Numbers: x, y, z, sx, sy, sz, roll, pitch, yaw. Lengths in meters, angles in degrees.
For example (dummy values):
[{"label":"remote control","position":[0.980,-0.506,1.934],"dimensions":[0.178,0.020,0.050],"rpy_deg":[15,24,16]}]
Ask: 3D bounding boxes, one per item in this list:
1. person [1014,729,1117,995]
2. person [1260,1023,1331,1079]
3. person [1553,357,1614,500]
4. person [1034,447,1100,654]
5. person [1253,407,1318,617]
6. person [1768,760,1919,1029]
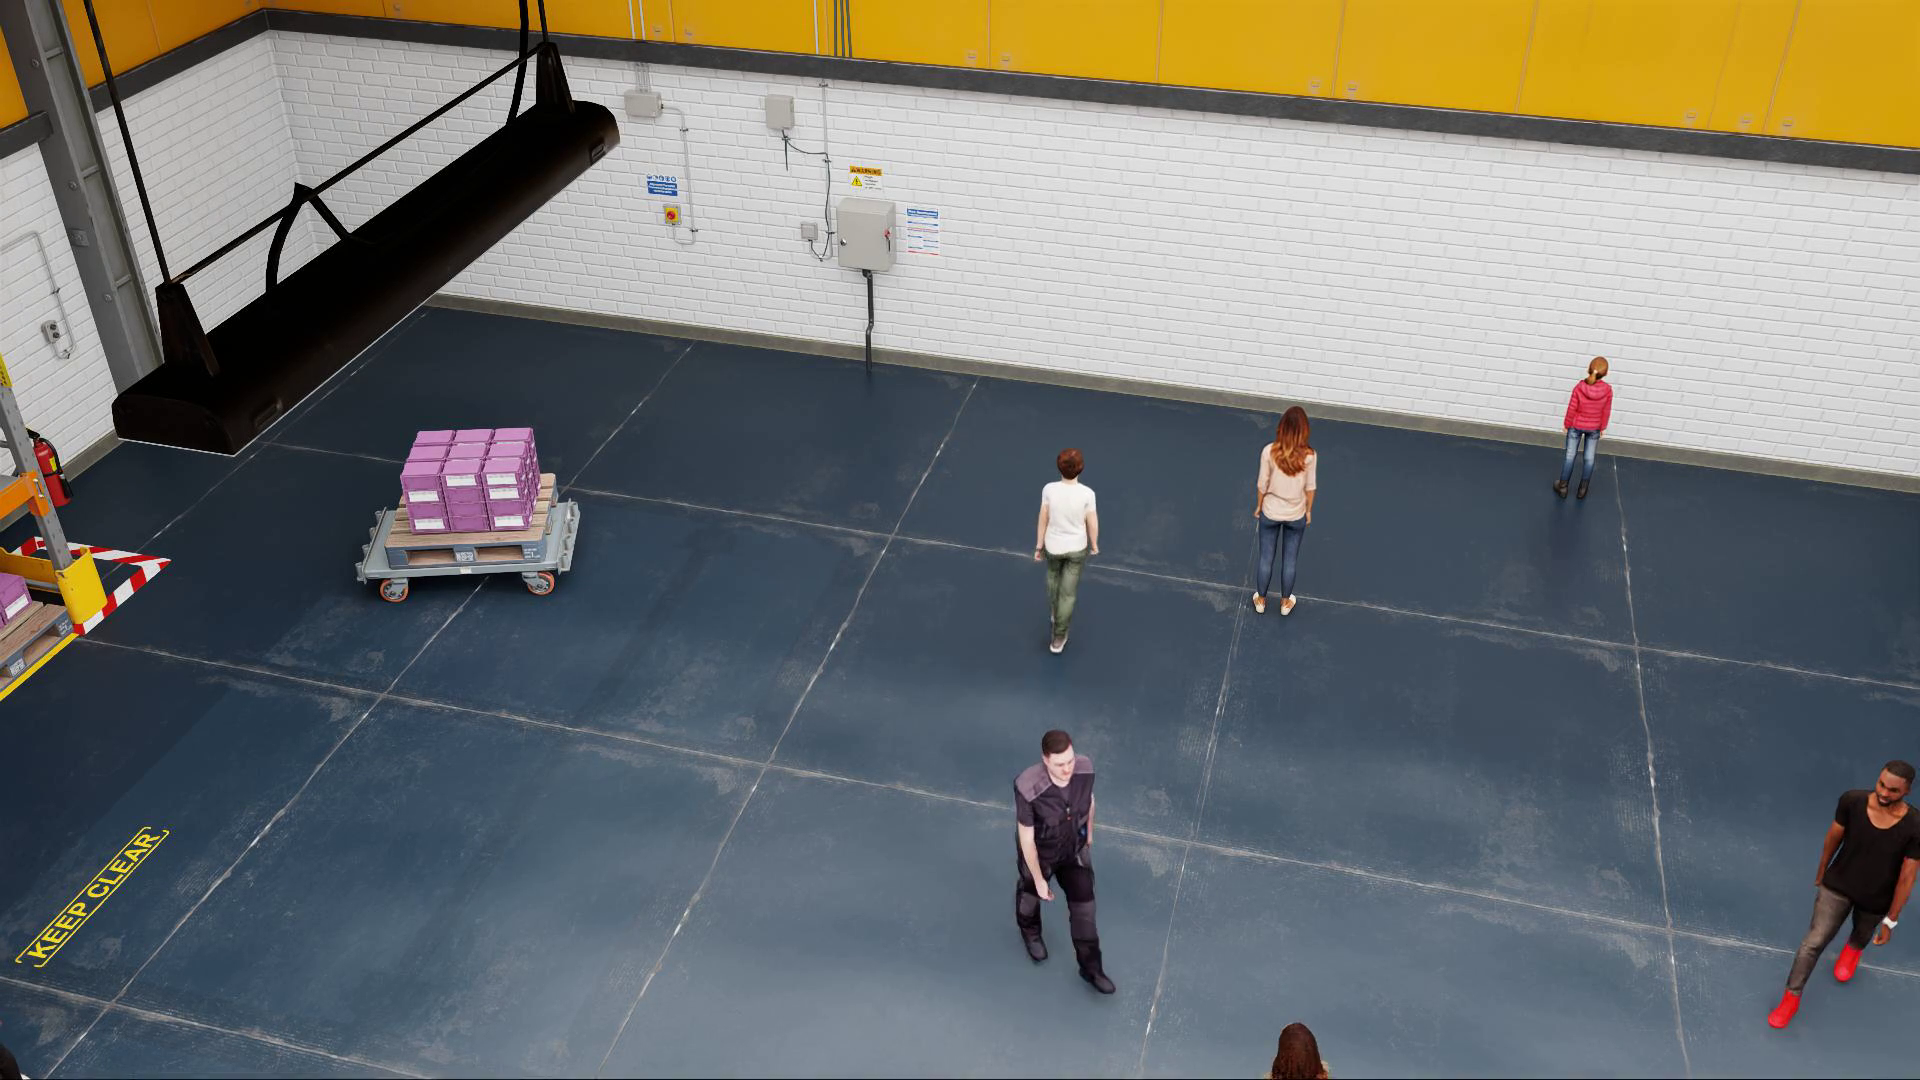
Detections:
[{"label":"person","position":[0.489,1.751,9.679],"dimensions":[1.045,1.818,1.131],"rpy_deg":[-15,37,-22]},{"label":"person","position":[1.619,2.983,8.163],"dimensions":[0.896,1.443,1.043],"rpy_deg":[-9,35,-13]},{"label":"person","position":[5.343,-0.959,14.208],"dimensions":[0.511,1.317,0.495],"rpy_deg":[7,34,10]},{"label":"person","position":[0.763,0.111,12.312],"dimensions":[0.588,1.634,0.833],"rpy_deg":[9,35,13]},{"label":"person","position":[2.460,-0.208,12.650],"dimensions":[0.591,1.792,0.523],"rpy_deg":[7,34,10]},{"label":"person","position":[5.157,1.939,9.445],"dimensions":[1.021,1.764,1.284],"rpy_deg":[26,42,34]}]
